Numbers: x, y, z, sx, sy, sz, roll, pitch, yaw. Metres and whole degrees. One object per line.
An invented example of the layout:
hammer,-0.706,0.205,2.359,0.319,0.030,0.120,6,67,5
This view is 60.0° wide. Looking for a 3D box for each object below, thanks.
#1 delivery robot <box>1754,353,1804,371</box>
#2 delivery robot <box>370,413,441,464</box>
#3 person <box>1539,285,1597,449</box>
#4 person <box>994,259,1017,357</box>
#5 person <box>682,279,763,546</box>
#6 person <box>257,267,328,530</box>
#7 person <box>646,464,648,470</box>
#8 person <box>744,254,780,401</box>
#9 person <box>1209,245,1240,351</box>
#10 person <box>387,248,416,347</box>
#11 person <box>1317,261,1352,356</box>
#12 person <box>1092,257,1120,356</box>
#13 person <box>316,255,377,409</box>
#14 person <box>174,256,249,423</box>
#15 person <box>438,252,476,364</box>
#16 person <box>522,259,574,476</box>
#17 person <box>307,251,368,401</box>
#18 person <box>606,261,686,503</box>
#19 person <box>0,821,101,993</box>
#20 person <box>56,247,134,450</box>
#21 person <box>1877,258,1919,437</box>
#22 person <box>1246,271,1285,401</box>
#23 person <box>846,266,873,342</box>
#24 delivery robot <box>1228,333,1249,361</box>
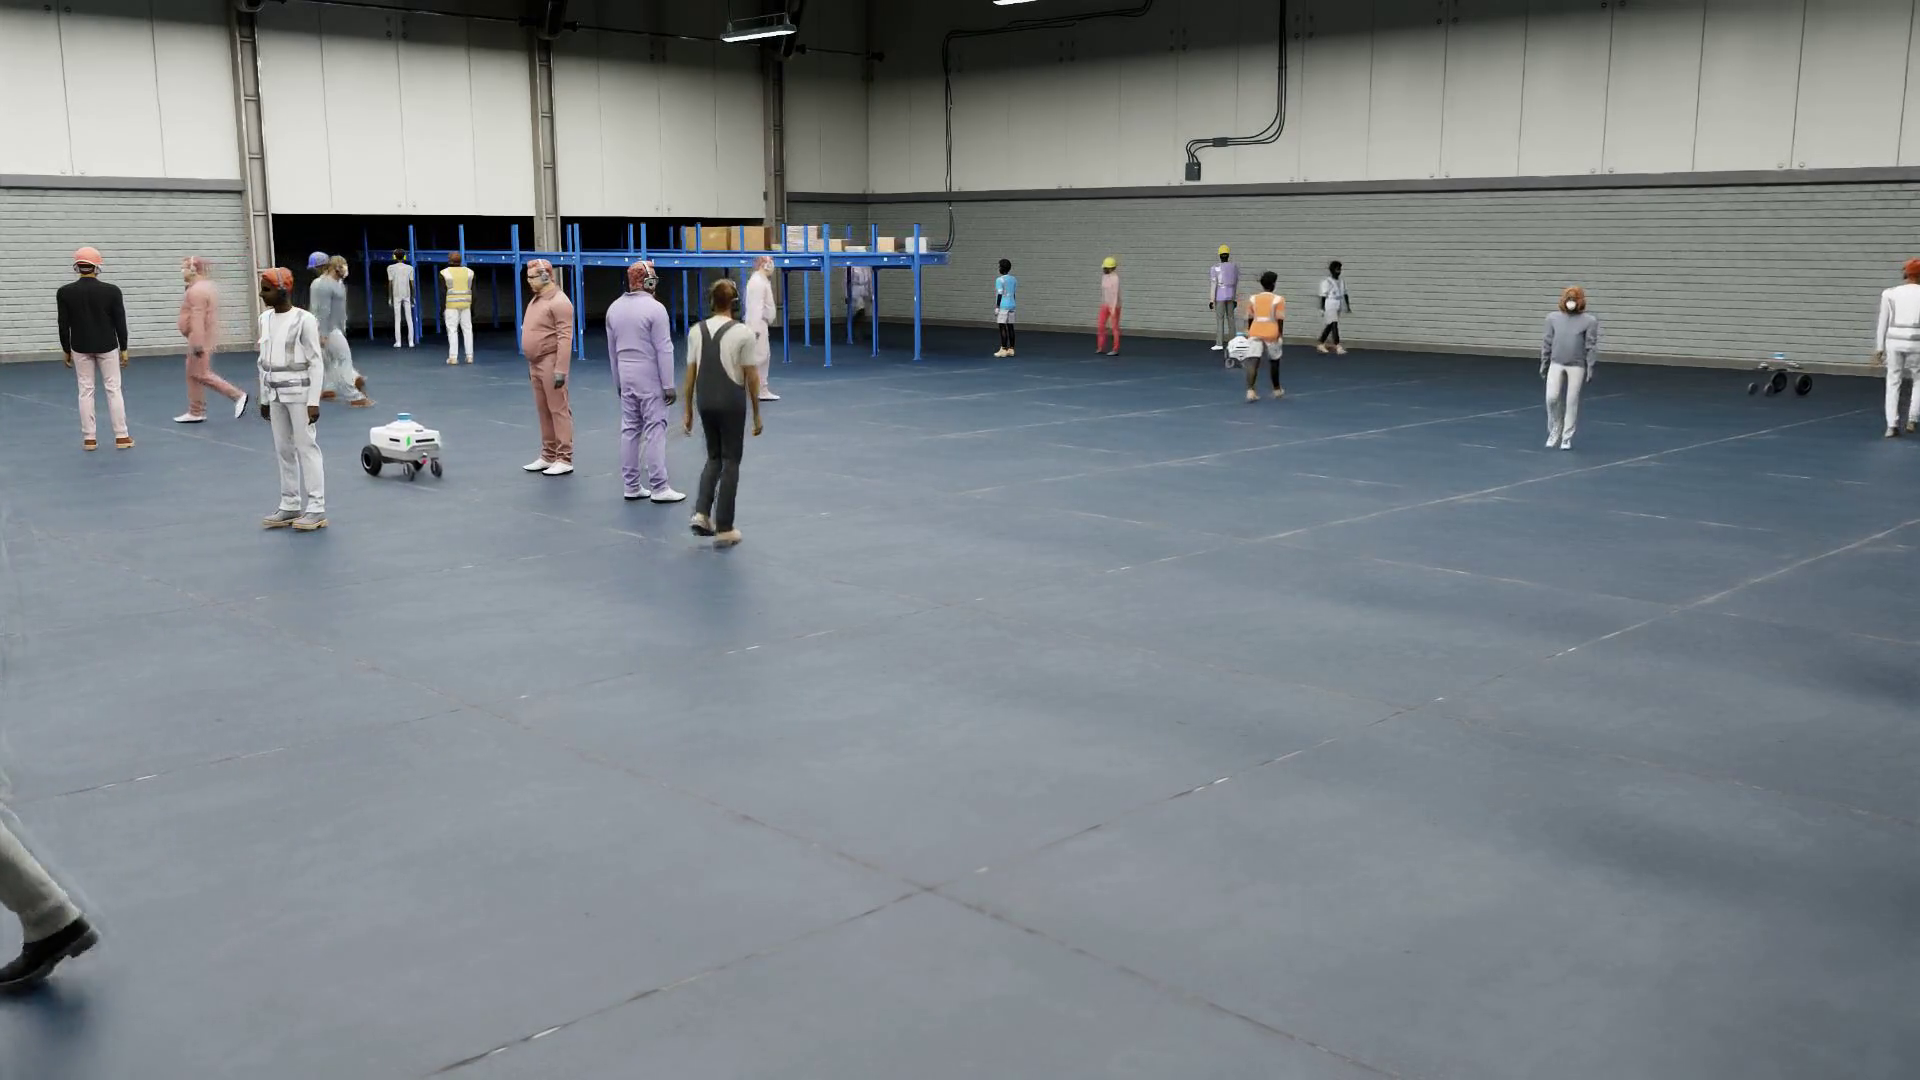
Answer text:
delivery robot,10.996,-2.398,22.311,0.698,0.223,0.335,-4,11,-21
delivery robot,-4.924,-0.883,14.757,0.707,0.478,0.477,10,14,42
person,5.986,-1.696,16.405,0.530,1.614,0.454,5,12,27
person,0.788,-4.056,29.079,0.315,1.696,0.541,8,13,36
person,-1.623,-0.875,11.424,0.509,1.818,0.419,5,11,23
person,-4.836,-1.018,12.008,0.582,1.881,0.338,6,12,29
person,-2.850,-1.391,14.795,0.506,1.597,0.814,0,10,2
person,-2.674,-2.713,21.295,0.652,1.872,0.676,-2,11,-8
person,4.868,-4.463,30.692,0.586,1.921,0.383,-4,11,-19
person,-10.637,-4.611,31.675,0.511,1.861,0.313,-6,12,-30
person,6.650,-4.134,29.644,0.541,1.649,0.884,-7,13,-34
person,2.612,-4.082,29.152,0.655,1.714,0.528,-8,13,-37
person,-7.785,-2.555,20.442,0.996,1.882,0.683,-2,11,-9
person,-8.549,-2.272,18.843,0.736,1.881,0.653,-4,11,-21
person,-8.336,-3.846,27.557,0.650,1.837,0.428,-9,14,-41
person,-3.680,-1.535,14.787,0.407,1.902,0.639,-8,13,-37
person,-7.952,-2.710,21.178,0.794,1.916,0.605,1,10,8
person,-2.497,-1.259,13.254,0.639,1.911,0.406,7,13,34
person,-2.841,0.426,4.407,0.931,1.792,0.590,-6,12,-29
person,-8.587,-1.901,16.515,0.612,1.995,0.393,-3,11,-16
person,10.036,-2.038,17.612,0.584,1.870,0.611,8,13,38
person,3.926,-2.608,21.317,0.544,1.647,0.861,7,12,33
person,-2.046,-4.989,33.629,0.555,1.903,0.962,-10,14,-42
delivery robot,4.522,-3.106,26.878,0.477,0.478,0.707,1,10,5
